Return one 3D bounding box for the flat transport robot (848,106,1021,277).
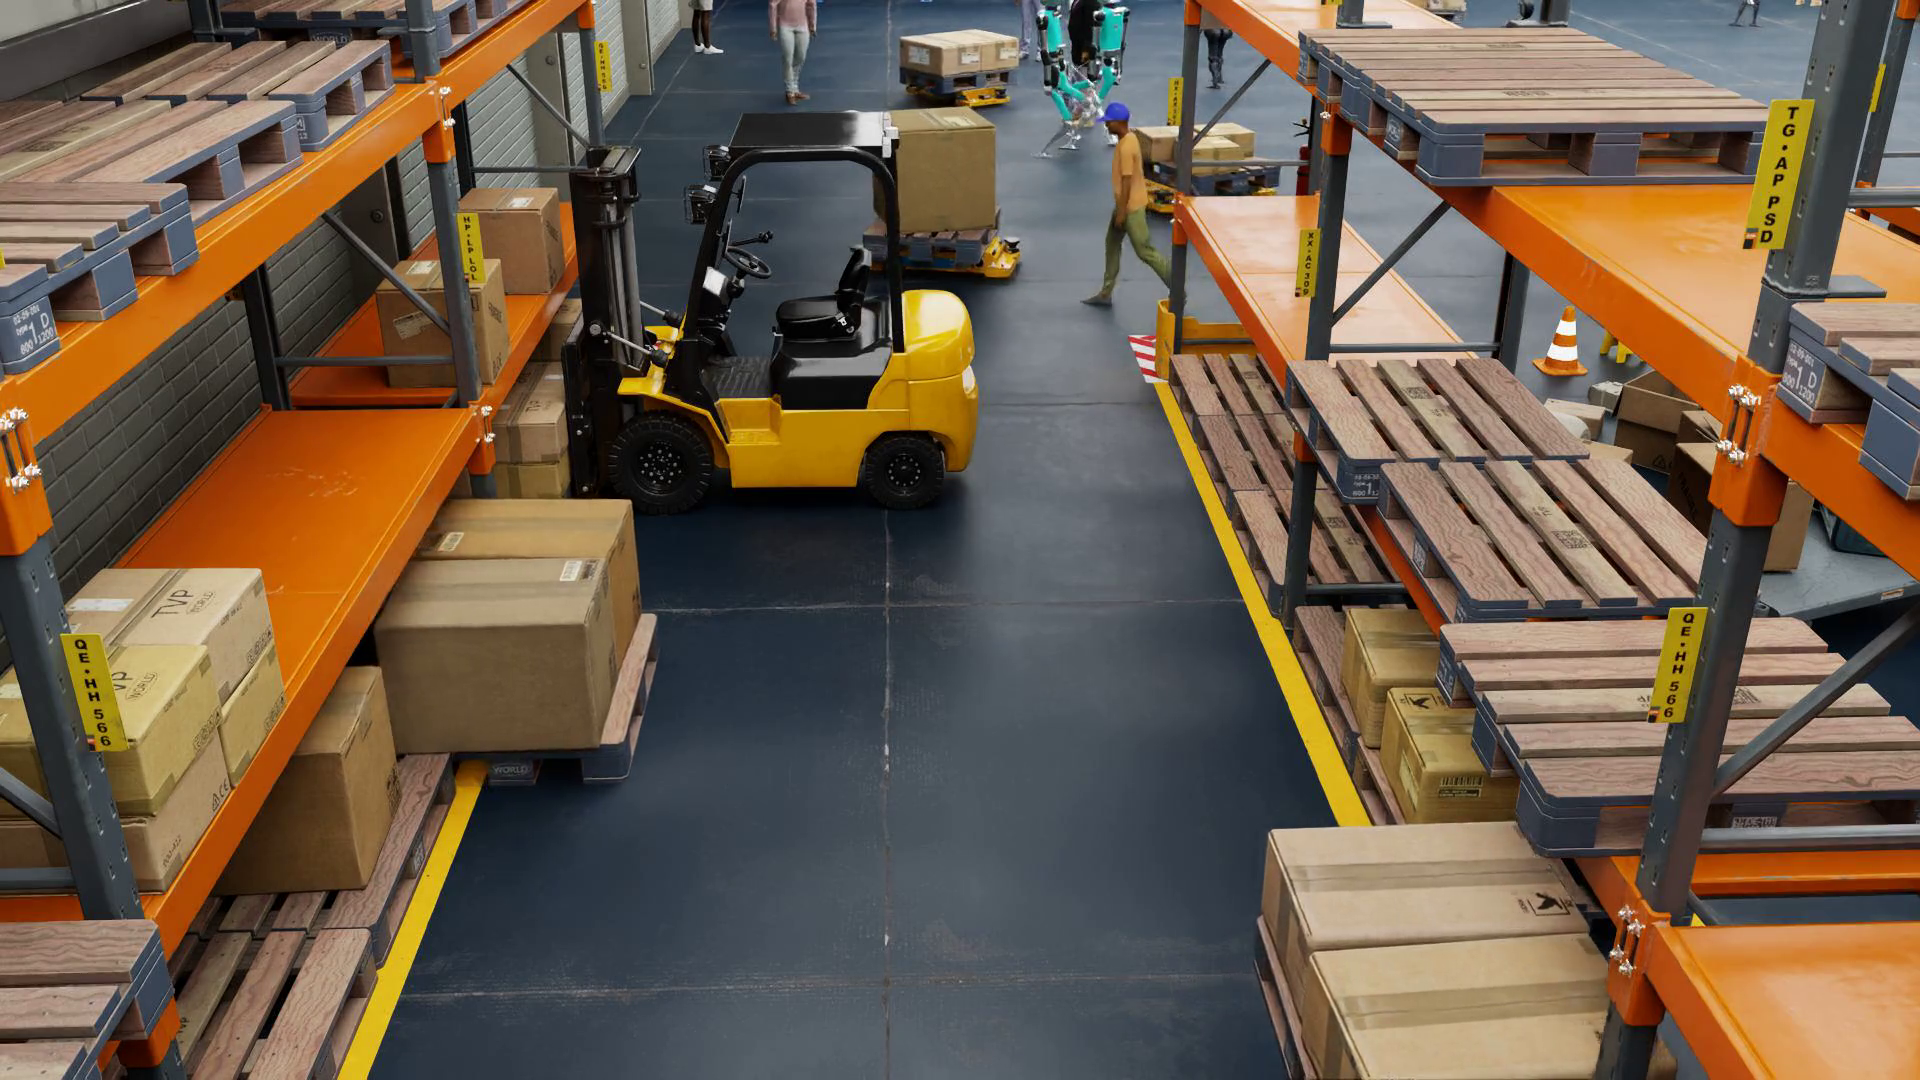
[{"bbox_3d":[-0.217,-2.518,14.635,1.431,0.231,0.659,4,26,9],"label":"flat transport robot"}]

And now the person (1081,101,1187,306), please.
[{"bbox_3d":[1.433,-2.639,13.251,0.817,1.678,0.511,2,25,4],"label":"person"}]

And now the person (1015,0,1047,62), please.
[{"bbox_3d":[1.089,-7.947,24.291,0.563,1.841,0.387,12,28,24],"label":"person"}]

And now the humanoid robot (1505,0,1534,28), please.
[{"bbox_3d":[6.393,-5.434,19.199,0.609,1.632,0.706,-6,26,-12],"label":"humanoid robot"}]

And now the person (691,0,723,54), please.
[{"bbox_3d":[-3.879,-8.274,24.919,0.382,1.900,0.544,-18,30,-33],"label":"person"}]

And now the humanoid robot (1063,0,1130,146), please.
[{"bbox_3d":[1.479,-5.398,19.074,0.541,1.765,0.994,-20,32,-36],"label":"humanoid robot"}]

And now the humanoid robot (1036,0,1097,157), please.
[{"bbox_3d":[1.209,-5.078,18.358,0.784,1.797,0.538,10,27,20],"label":"humanoid robot"}]

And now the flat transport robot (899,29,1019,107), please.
[{"bbox_3d":[-0.038,-5.876,21.747,0.659,0.231,1.431,-18,30,-33],"label":"flat transport robot"}]

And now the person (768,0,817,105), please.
[{"bbox_3d":[-2.130,-6.558,21.263,0.653,1.925,0.472,-11,28,-22],"label":"person"}]

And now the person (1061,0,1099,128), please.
[{"bbox_3d":[1.481,-5.913,19.970,0.411,1.855,0.530,-6,26,-12],"label":"person"}]

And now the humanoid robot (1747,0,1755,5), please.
[{"bbox_3d":[14.294,-10.354,29.656,0.565,1.911,0.716,-6,26,-12],"label":"humanoid robot"}]

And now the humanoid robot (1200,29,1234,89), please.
[{"bbox_3d":[3.442,-6.910,22.297,0.589,1.651,0.393,-14,29,-27],"label":"humanoid robot"}]

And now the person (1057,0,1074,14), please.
[{"bbox_3d":[1.807,-10.008,28.757,0.565,1.751,0.328,-5,26,-10],"label":"person"}]

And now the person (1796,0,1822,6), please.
[{"bbox_3d":[15.322,-10.532,29.710,0.519,1.893,0.401,22,33,38],"label":"person"}]

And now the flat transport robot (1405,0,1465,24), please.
[{"bbox_3d":[7.546,-8.371,27.032,0.659,0.231,1.431,6,26,13],"label":"flat transport robot"}]

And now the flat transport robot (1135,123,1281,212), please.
[{"bbox_3d":[2.437,-3.535,16.789,1.431,0.231,0.659,-13,28,-25],"label":"flat transport robot"}]

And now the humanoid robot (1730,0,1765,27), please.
[{"bbox_3d":[13.065,-9.248,27.250,0.577,1.644,0.595,15,29,28],"label":"humanoid robot"}]

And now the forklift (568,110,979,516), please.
[{"bbox_3d":[-1.043,-1.379,9.976,2.313,2.155,1.214,-1,25,-2],"label":"forklift"}]
